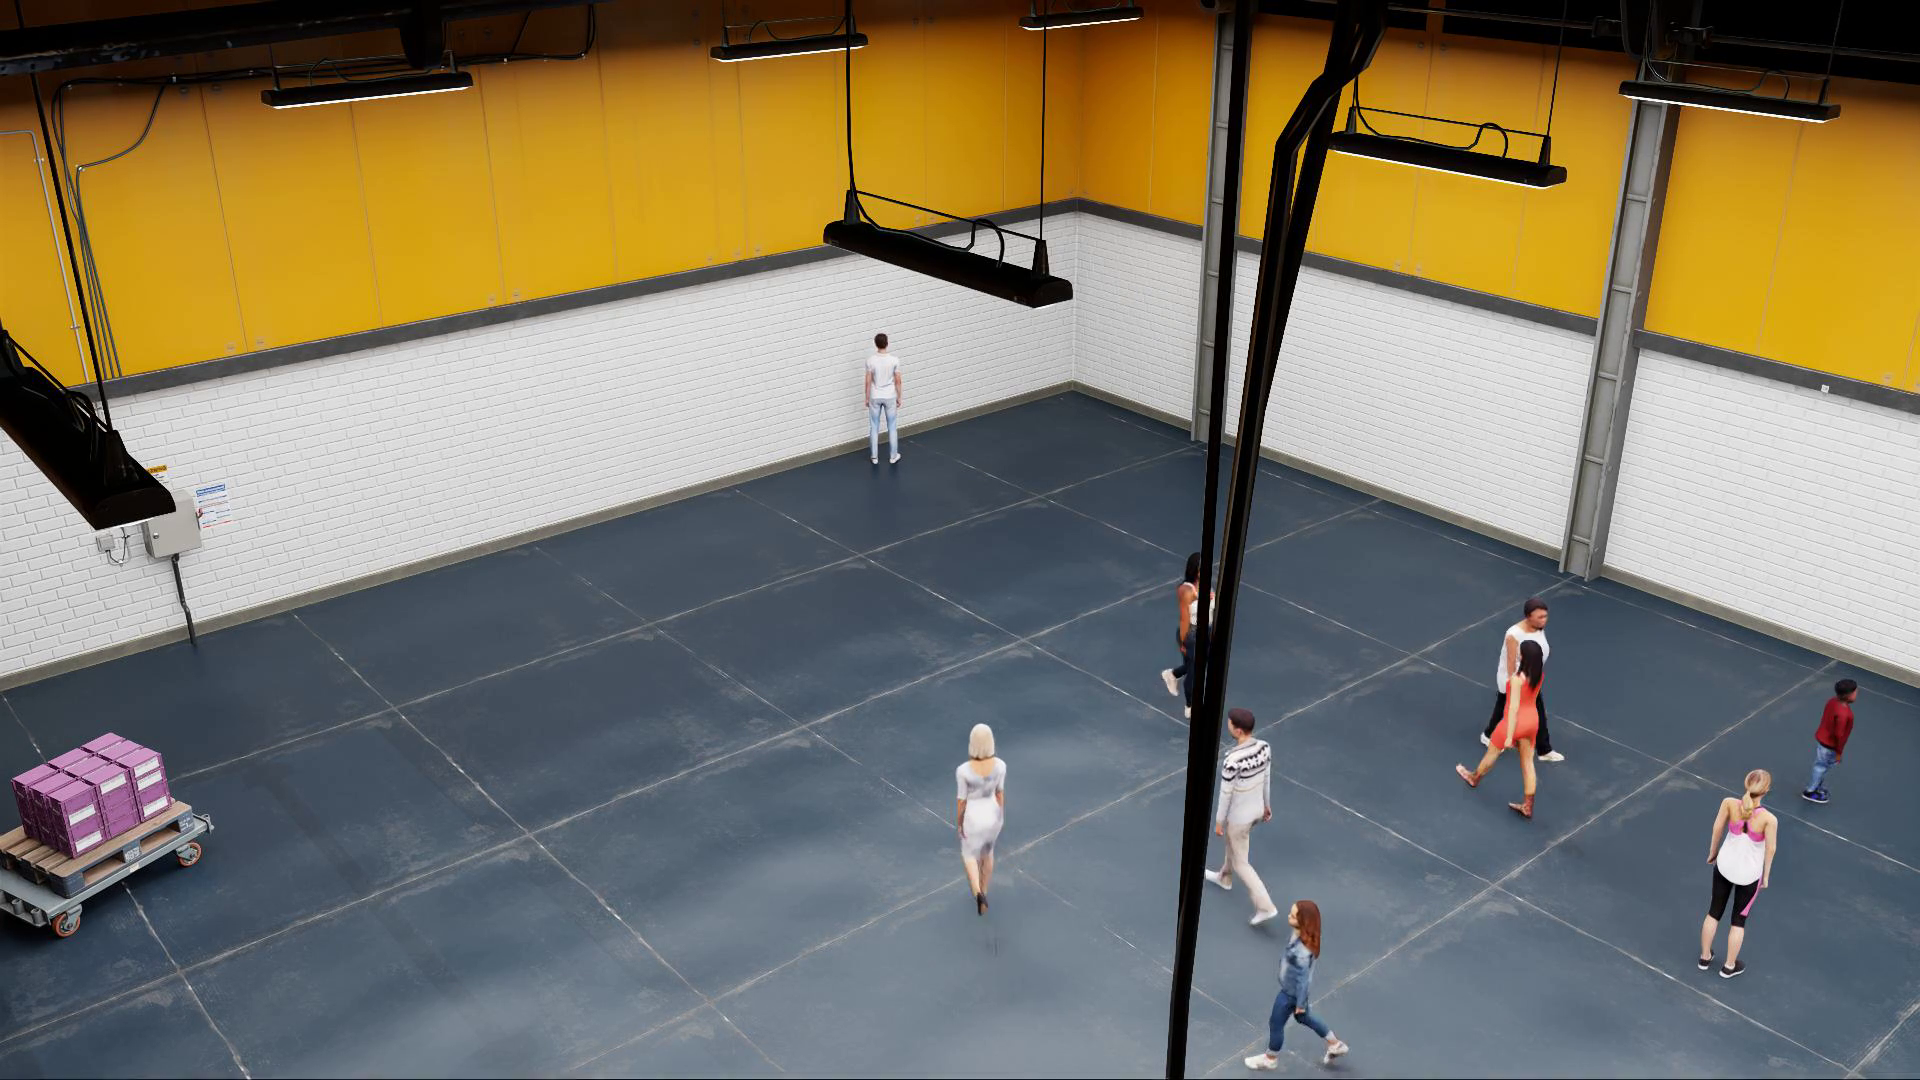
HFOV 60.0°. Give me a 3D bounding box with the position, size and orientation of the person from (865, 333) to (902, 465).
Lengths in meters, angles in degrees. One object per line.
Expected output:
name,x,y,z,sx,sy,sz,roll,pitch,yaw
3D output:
person,-1.079,-1.969,23.111,0.730,1.853,0.750,1,24,1

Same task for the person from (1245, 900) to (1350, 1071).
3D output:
person,2.463,3.179,11.832,1.027,1.454,0.921,4,24,10

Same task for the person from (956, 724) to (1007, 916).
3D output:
person,0.193,2.307,13.473,0.763,1.736,0.895,-6,24,-13

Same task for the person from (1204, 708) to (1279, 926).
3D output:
person,2.355,2.246,13.481,0.715,1.842,1.134,-20,30,-38

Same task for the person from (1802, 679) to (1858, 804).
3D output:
person,7.878,1.826,15.186,0.651,1.246,0.605,5,24,11

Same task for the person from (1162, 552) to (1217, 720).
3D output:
person,2.268,0.938,16.533,0.927,1.795,0.687,21,31,40

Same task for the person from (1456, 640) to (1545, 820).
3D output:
person,5.074,1.728,14.879,0.698,1.672,1.103,-15,28,-30

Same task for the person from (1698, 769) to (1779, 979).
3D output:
person,5.994,2.559,12.834,0.490,1.786,0.694,21,31,39

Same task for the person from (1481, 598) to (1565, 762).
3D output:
person,5.300,1.303,15.876,0.721,1.652,1.049,-16,28,-32
